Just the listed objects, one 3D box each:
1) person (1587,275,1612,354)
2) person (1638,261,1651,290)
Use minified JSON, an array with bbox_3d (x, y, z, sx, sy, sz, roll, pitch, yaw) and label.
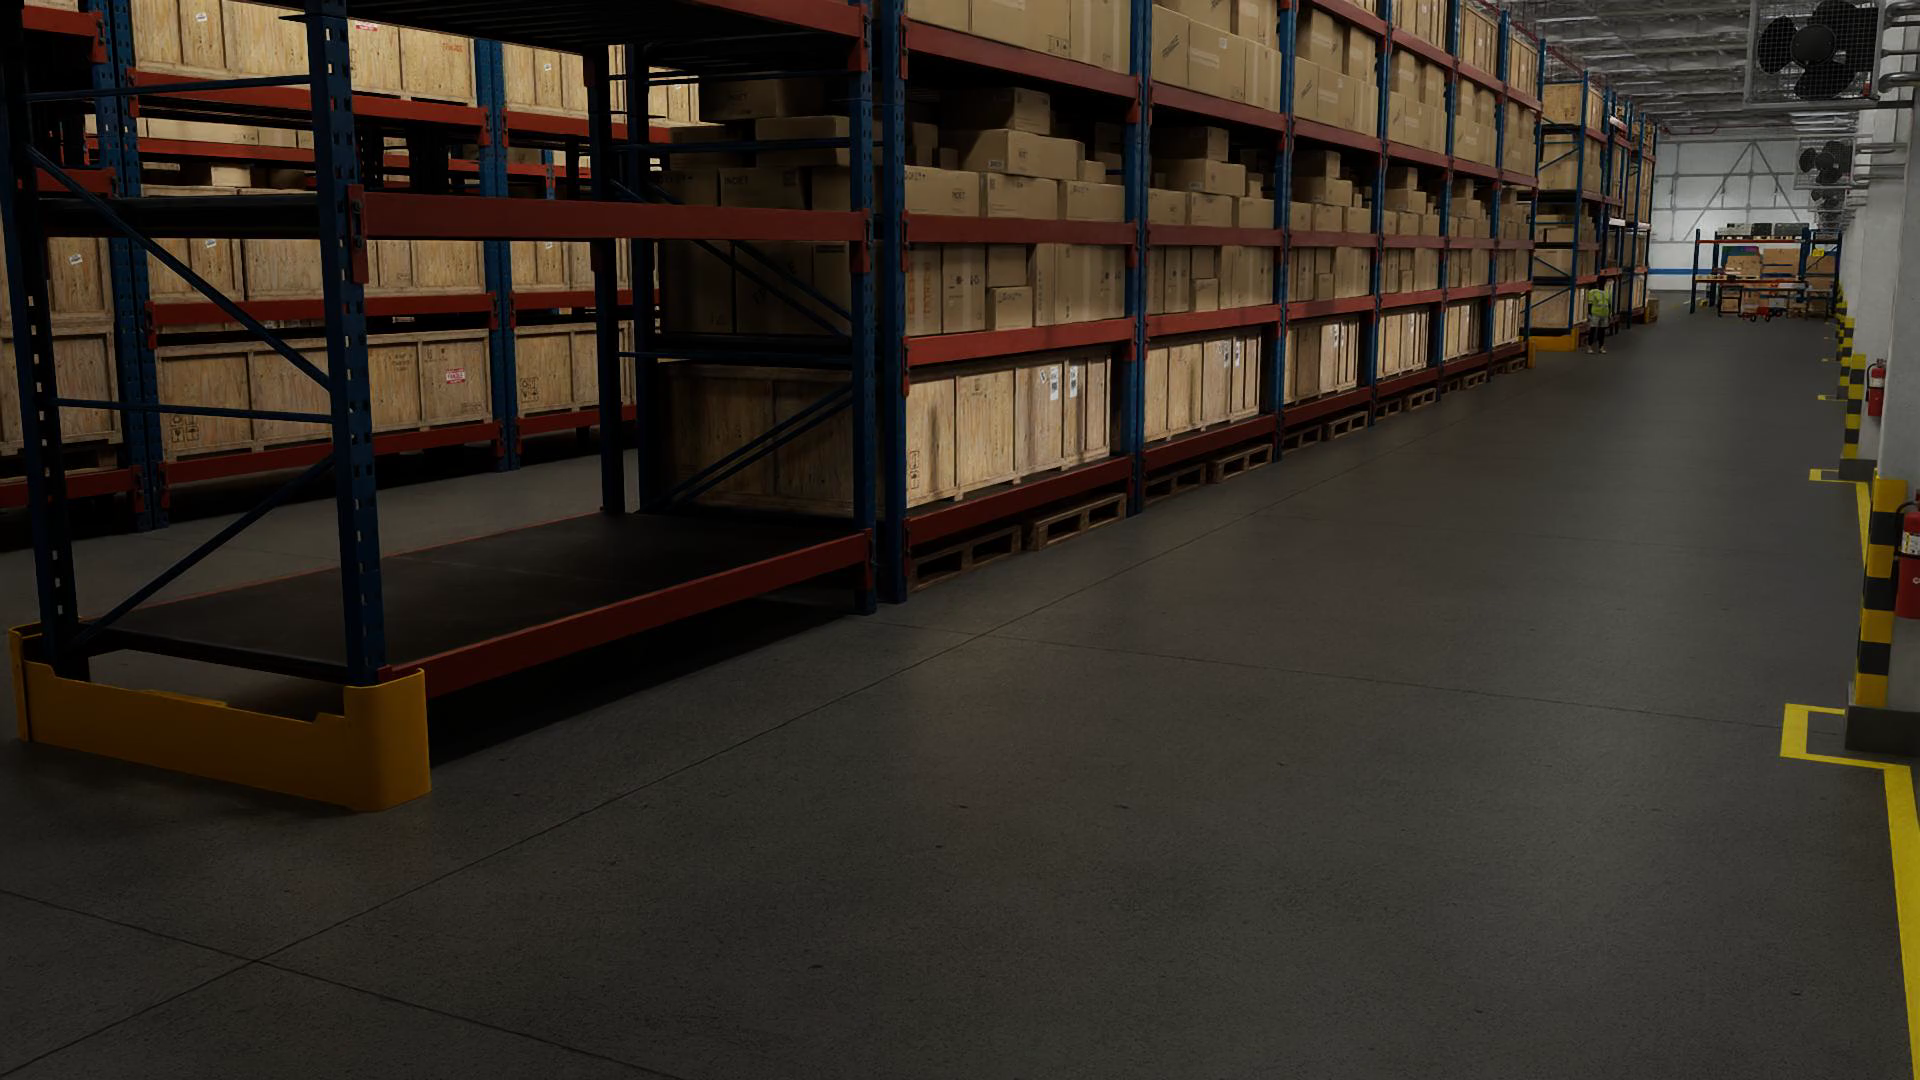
[{"bbox_3d":[13.787,-4.852,35.847,0.541,1.698,0.316,-1,10,-4],"label":"person"},{"bbox_3d":[22.229,-8.070,53.913,0.571,1.901,0.886,-8,13,-40],"label":"person"}]
